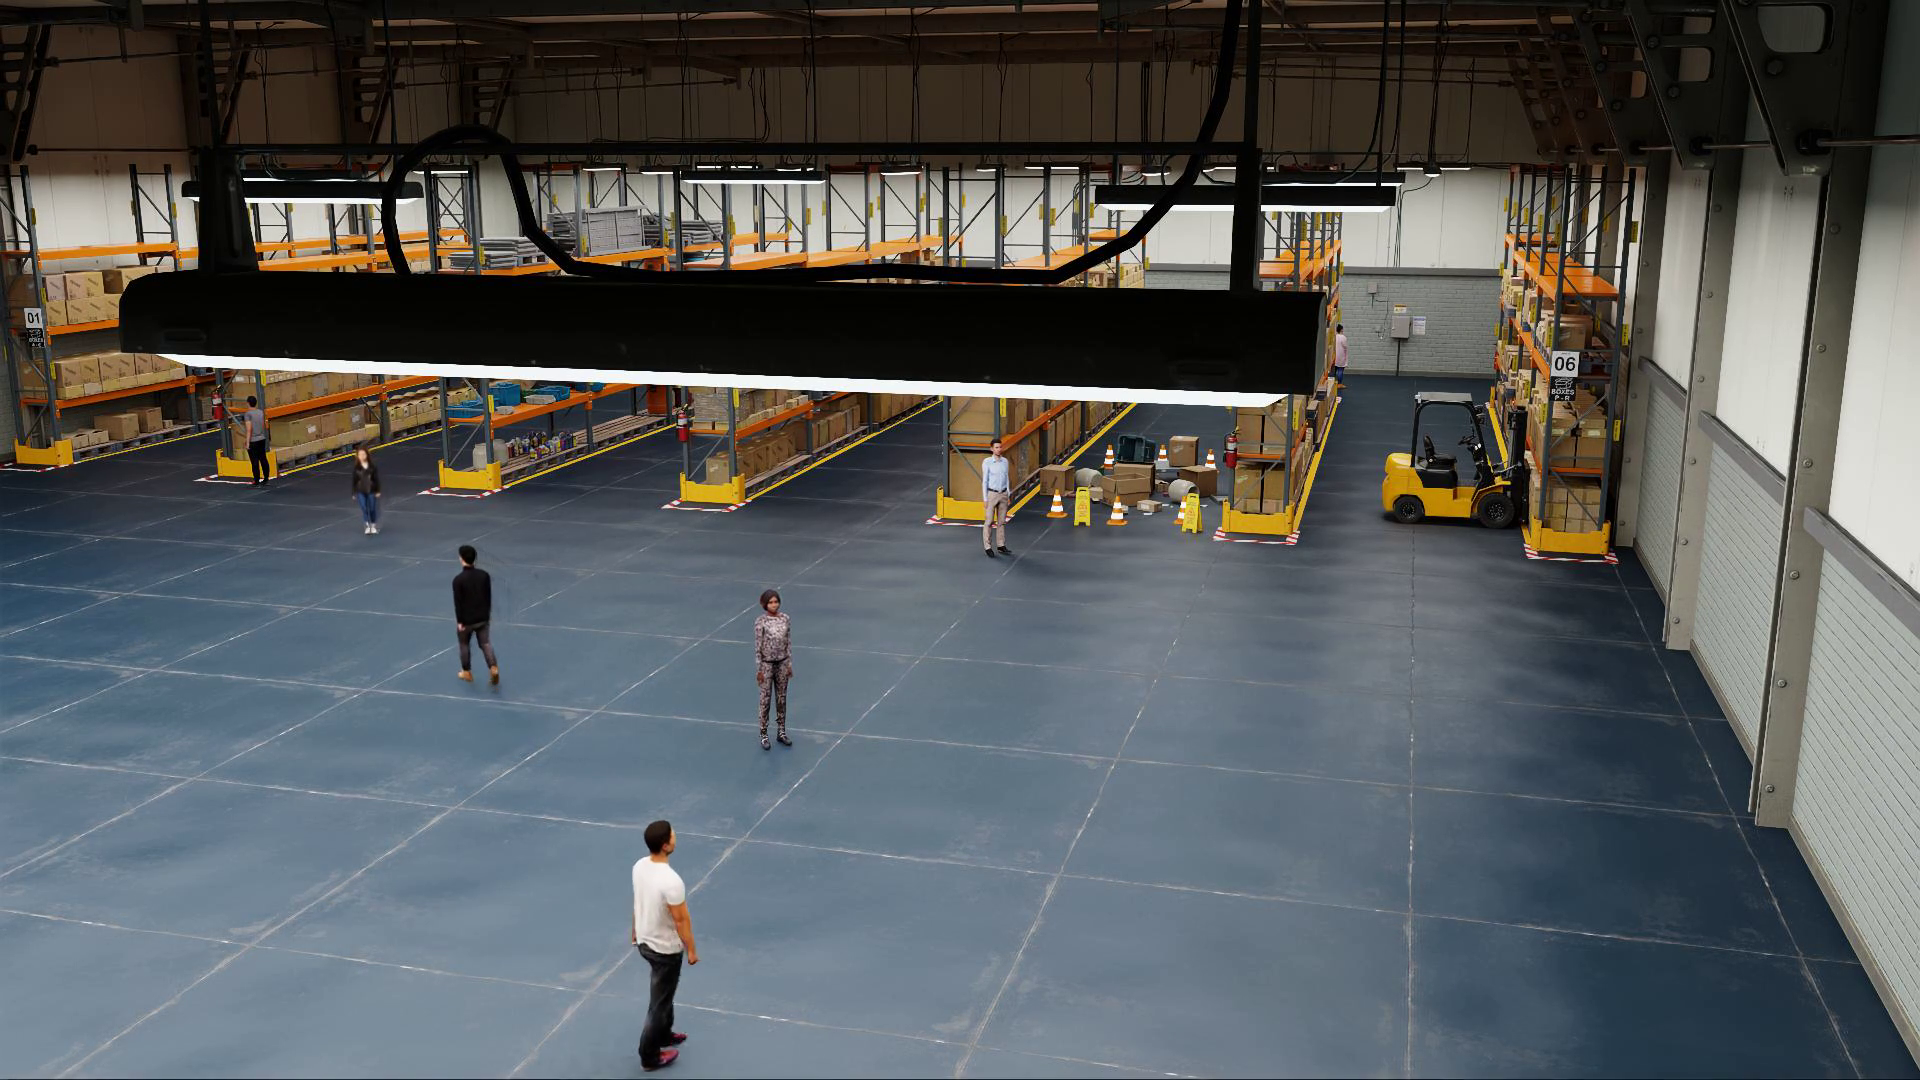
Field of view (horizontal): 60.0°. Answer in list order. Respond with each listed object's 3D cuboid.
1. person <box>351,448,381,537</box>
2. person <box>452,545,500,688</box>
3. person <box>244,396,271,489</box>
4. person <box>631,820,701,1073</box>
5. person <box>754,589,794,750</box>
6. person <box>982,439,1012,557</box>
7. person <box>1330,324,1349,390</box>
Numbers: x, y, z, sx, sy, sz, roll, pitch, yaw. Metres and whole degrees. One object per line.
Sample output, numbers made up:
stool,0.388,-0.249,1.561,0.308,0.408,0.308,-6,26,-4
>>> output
person,-9.890,-0.817,27.725,0.807,1.463,0.919,-3,13,-14
person,-5.725,0.914,19.716,1.077,1.705,1.072,-10,16,-37
person,-13.423,-1.888,31.702,0.674,1.755,0.484,4,14,17
person,-2.136,2.797,11.389,0.863,1.791,0.826,-12,18,-42
person,-1.995,1.363,17.755,0.679,1.714,0.738,-7,15,-29
person,0.577,-0.693,26.339,0.756,1.847,0.812,-7,15,-28
person,10.264,-4.998,45.162,0.834,1.743,0.802,-10,16,-37
